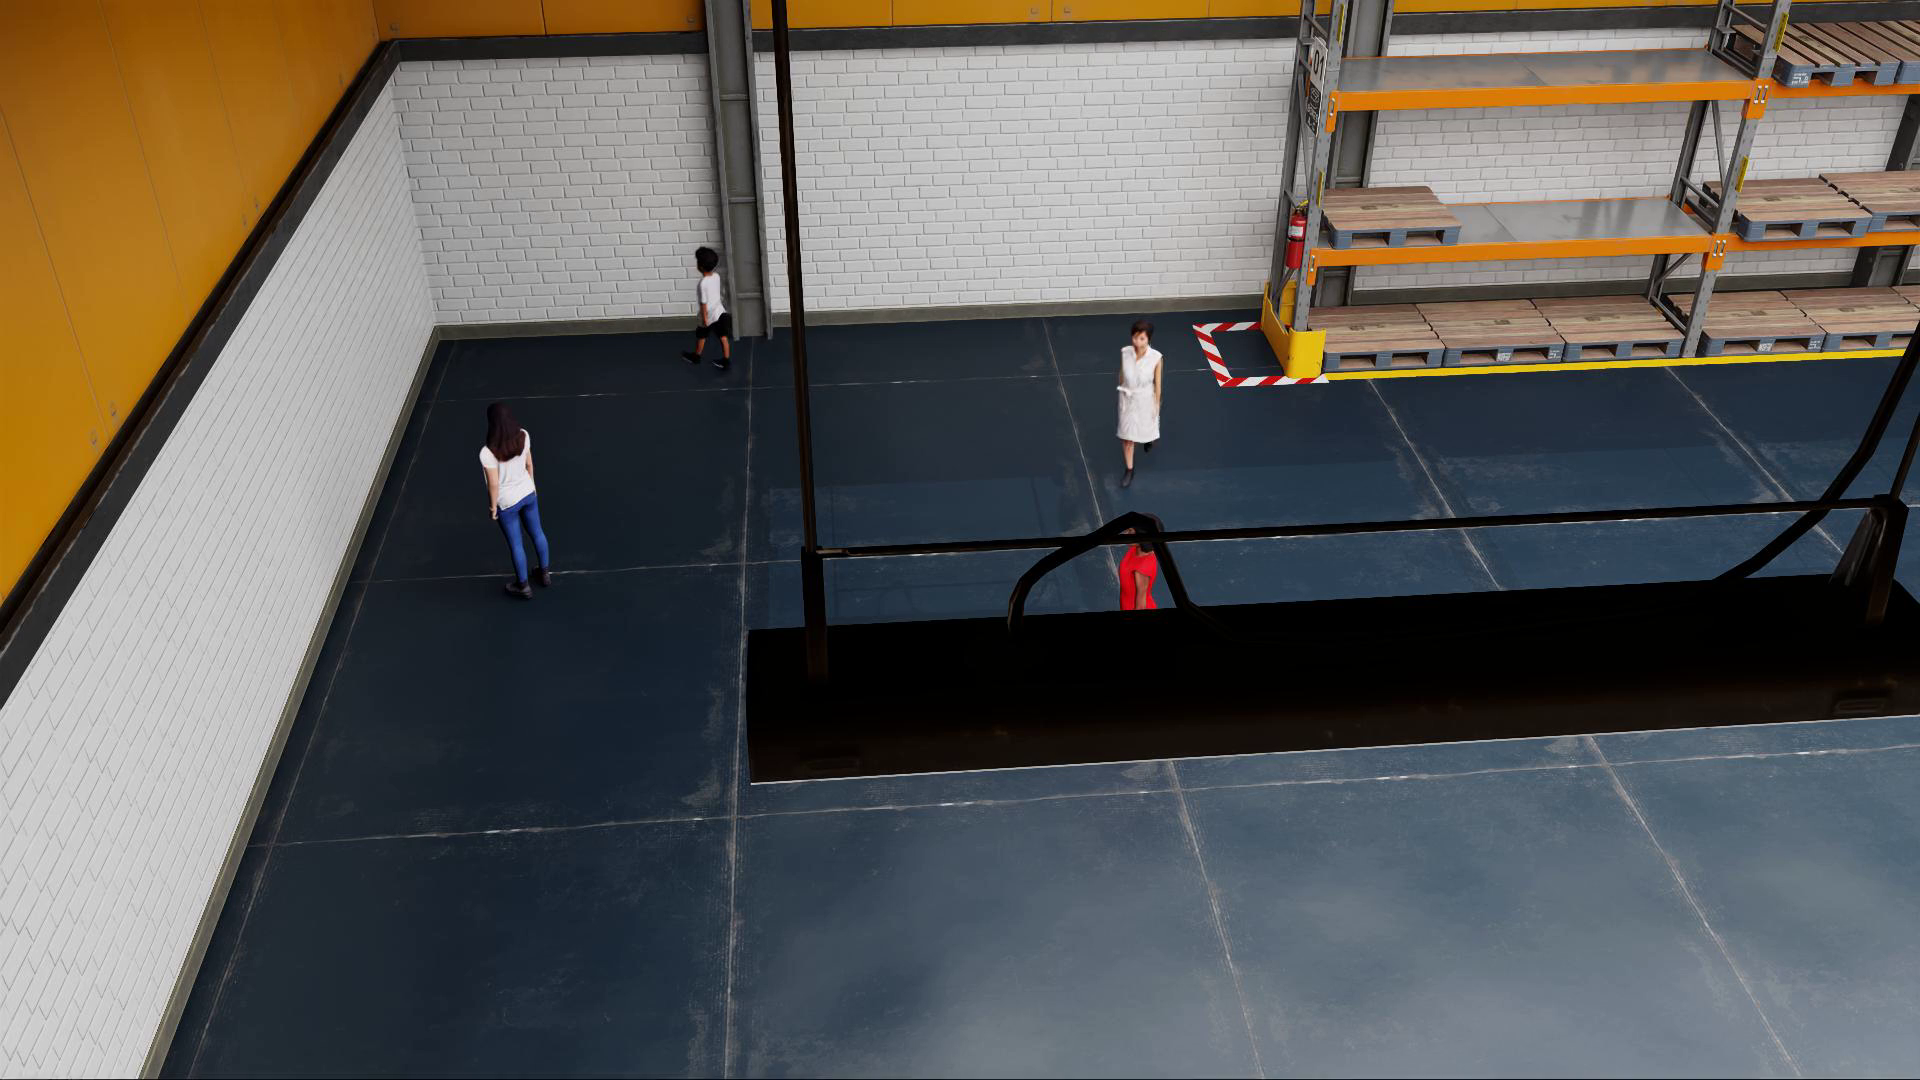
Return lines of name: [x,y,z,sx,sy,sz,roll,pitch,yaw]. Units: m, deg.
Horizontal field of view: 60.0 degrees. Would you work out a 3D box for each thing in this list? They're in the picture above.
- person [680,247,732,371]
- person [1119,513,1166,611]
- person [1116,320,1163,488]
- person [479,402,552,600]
person: [-2.347,-2.200,16.023,0.826,1.241,0.731,18,38,25]
person: [1.217,0.562,11.414,0.512,1.744,0.578,0,34,0]
person: [1.544,-1.212,14.269,0.857,1.539,0.833,13,36,19]
person: [-3.410,-0.299,12.762,0.729,1.684,0.674,24,40,32]
